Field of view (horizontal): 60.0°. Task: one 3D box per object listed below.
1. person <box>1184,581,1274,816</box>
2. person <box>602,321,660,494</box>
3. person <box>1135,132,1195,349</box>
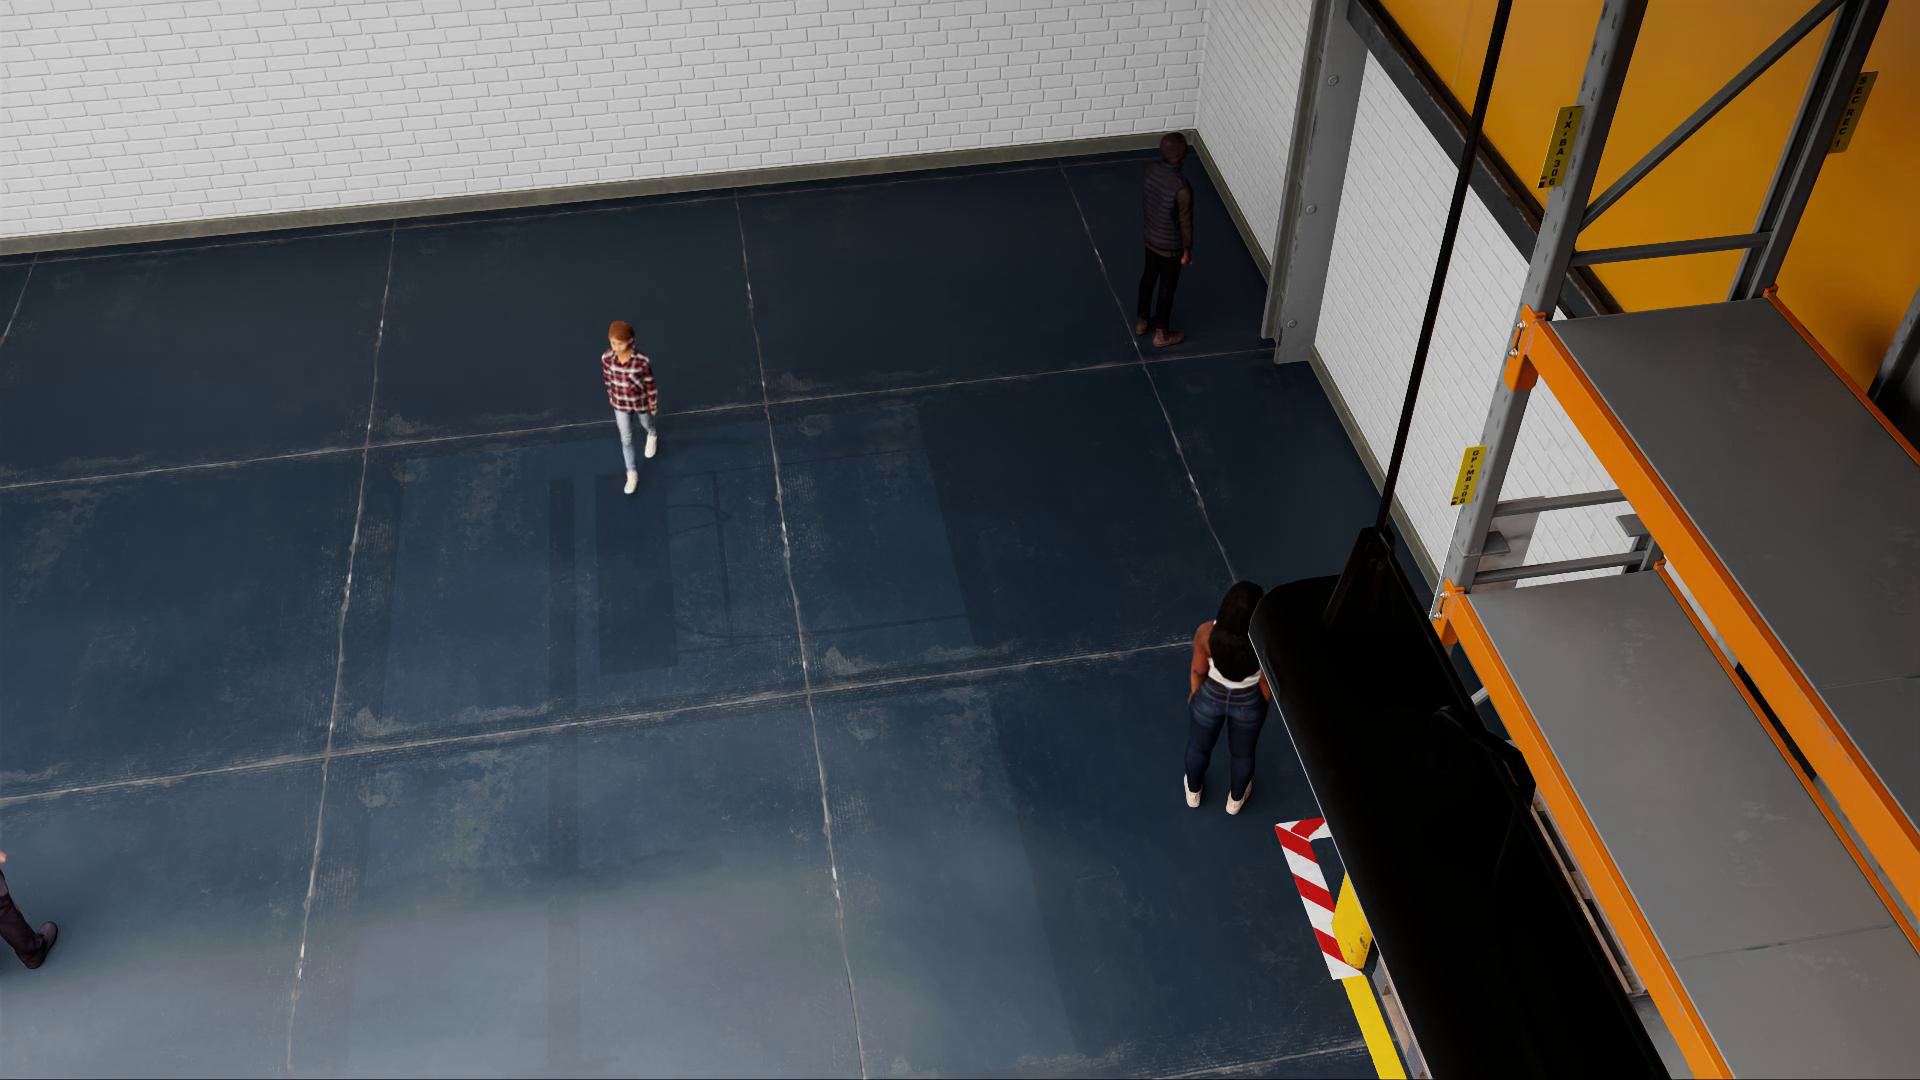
[{"bbox_3d":[1.536,0.911,9.468,0.729,1.810,0.733,10,45,11],"label":"person"},{"bbox_3d":[-2.322,-1.044,11.908,0.673,1.275,0.937,3,44,3],"label":"person"},{"bbox_3d":[1.578,-2.323,12.843,0.832,1.836,0.677,-26,49,-24],"label":"person"}]
